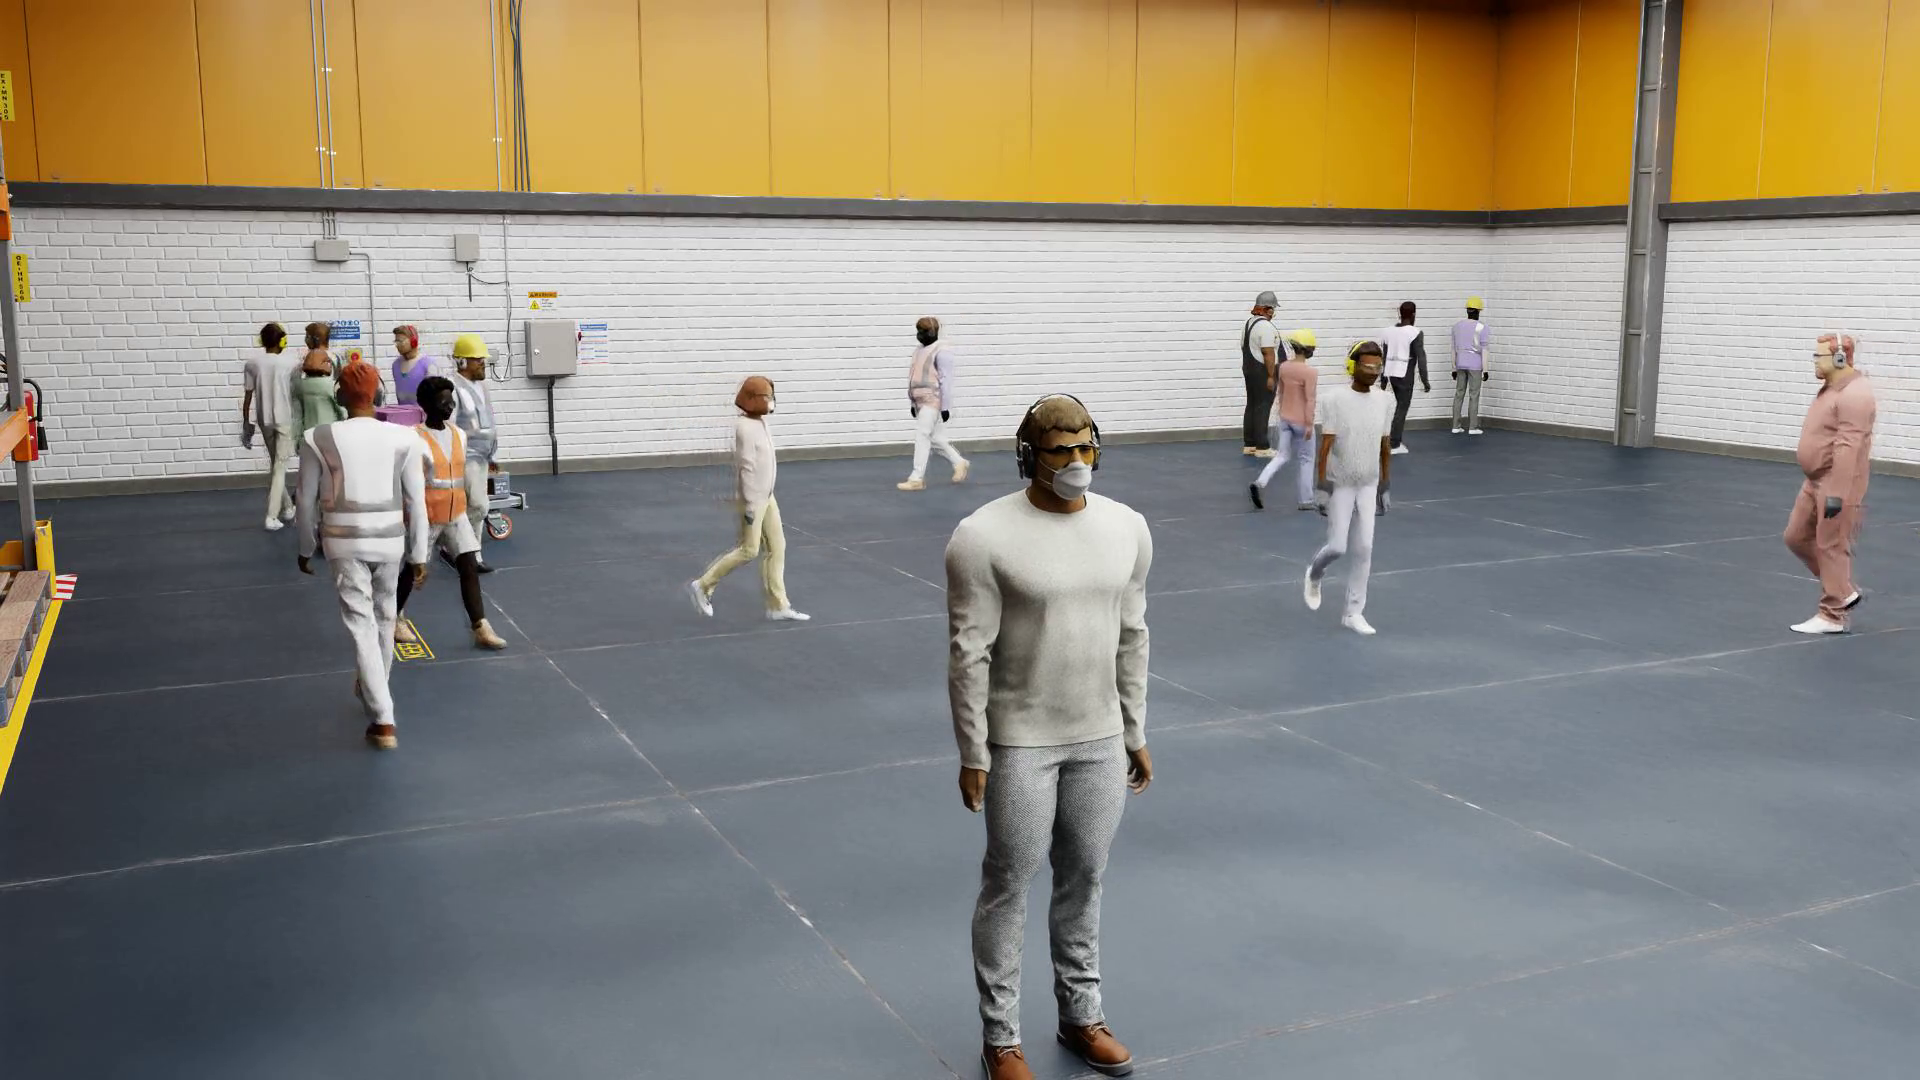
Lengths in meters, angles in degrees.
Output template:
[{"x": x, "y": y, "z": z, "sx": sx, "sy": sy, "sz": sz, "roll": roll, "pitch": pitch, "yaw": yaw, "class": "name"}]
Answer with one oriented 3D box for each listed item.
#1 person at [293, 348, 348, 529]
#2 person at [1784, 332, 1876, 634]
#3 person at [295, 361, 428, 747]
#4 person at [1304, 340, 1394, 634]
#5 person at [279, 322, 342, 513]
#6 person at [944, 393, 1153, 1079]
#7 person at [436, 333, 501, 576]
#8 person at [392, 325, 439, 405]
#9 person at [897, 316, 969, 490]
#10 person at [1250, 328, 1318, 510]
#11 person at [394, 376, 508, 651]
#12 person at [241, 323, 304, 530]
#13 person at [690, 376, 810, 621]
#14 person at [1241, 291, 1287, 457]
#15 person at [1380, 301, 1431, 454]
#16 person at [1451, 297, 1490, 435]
[{"x": -5.695, "y": -0.905, "z": 14.791, "sx": 0.512, "sy": 1.597, "sz": 0.833, "roll": 3, "pitch": 10, "yaw": 20, "class": "person"}, {"x": 5.429, "y": -0.346, "z": 10.395, "sx": 0.407, "sy": 1.893, "sz": 0.659, "roll": 1, "pitch": 9, "yaw": 9, "class": "person"}, {"x": -2.937, "y": 0.044, "z": 8.169, "sx": 0.576, "sy": 1.832, "sz": 0.969, "roll": -6, "pitch": 11, "yaw": -34, "class": "person"}, {"x": 2.465, "y": -0.350, "z": 10.589, "sx": 0.522, "sy": 1.847, "sz": 0.641, "roll": -2, "pitch": 9, "yaw": -14, "class": "person"}, {"x": -5.955, "y": -1.145, "z": 15.635, "sx": 0.932, "sy": 1.804, "sz": 0.516, "roll": 1, "pitch": 9, "yaw": 8, "class": "person"}, {"x": 0.263, "y": 0.561, "z": 4.623, "sx": 0.631, "sy": 1.939, "sz": 0.370, "roll": -5, "pitch": 10, "yaw": -27, "class": "person"}, {"x": -3.615, "y": -0.617, "z": 12.304, "sx": 0.421, "sy": 1.816, "sz": 0.602, "roll": 1, "pitch": 9, "yaw": 7, "class": "person"}, {"x": -4.987, "y": -1.088, "z": 15.378, "sx": 0.589, "sy": 1.801, "sz": 0.981, "roll": 5, "pitch": 10, "yaw": 29, "class": "person"}, {"x": -0.272, "y": -1.438, "z": 17.417, "sx": 0.834, "sy": 1.813, "sz": 0.632, "roll": -5, "pitch": 10, "yaw": -27, "class": "person"}, {"x": 3.120, "y": -1.125, "z": 15.691, "sx": 0.724, "sy": 1.750, "sz": 0.527, "roll": -6, "pitch": 11, "yaw": -31, "class": "person"}, {"x": -3.169, "y": -0.164, "z": 10.002, "sx": 0.880, "sy": 1.655, "sz": 0.534, "roll": 6, "pitch": 11, "yaw": 34, "class": "person"}, {"x": -6.099, "y": -1.022, "z": 14.853, "sx": 0.485, "sy": 1.806, "sz": 0.958, "roll": 0, "pitch": 9, "yaw": 0, "class": "person"}, {"x": -1.369, "y": -0.264, "z": 10.747, "sx": 0.711, "sy": 1.607, "sz": 0.509, "roll": 2, "pitch": 9, "yaw": 11, "class": "person"}, {"x": 3.762, "y": -2.049, "z": 20.499, "sx": 0.535, "sy": 2.000, "sz": 0.686, "roll": -2, "pitch": 9, "yaw": -13, "class": "person"}, {"x": 5.576, "y": -2.019, "z": 20.744, "sx": 0.608, "sy": 1.898, "sz": 0.603, "roll": -5, "pitch": 10, "yaw": -28, "class": "person"}, {"x": 7.134, "y": -2.429, "z": 23.254, "sx": 0.392, "sy": 1.919, "sz": 0.582, "roll": -7, "pitch": 12, "yaw": -39, "class": "person"}]
